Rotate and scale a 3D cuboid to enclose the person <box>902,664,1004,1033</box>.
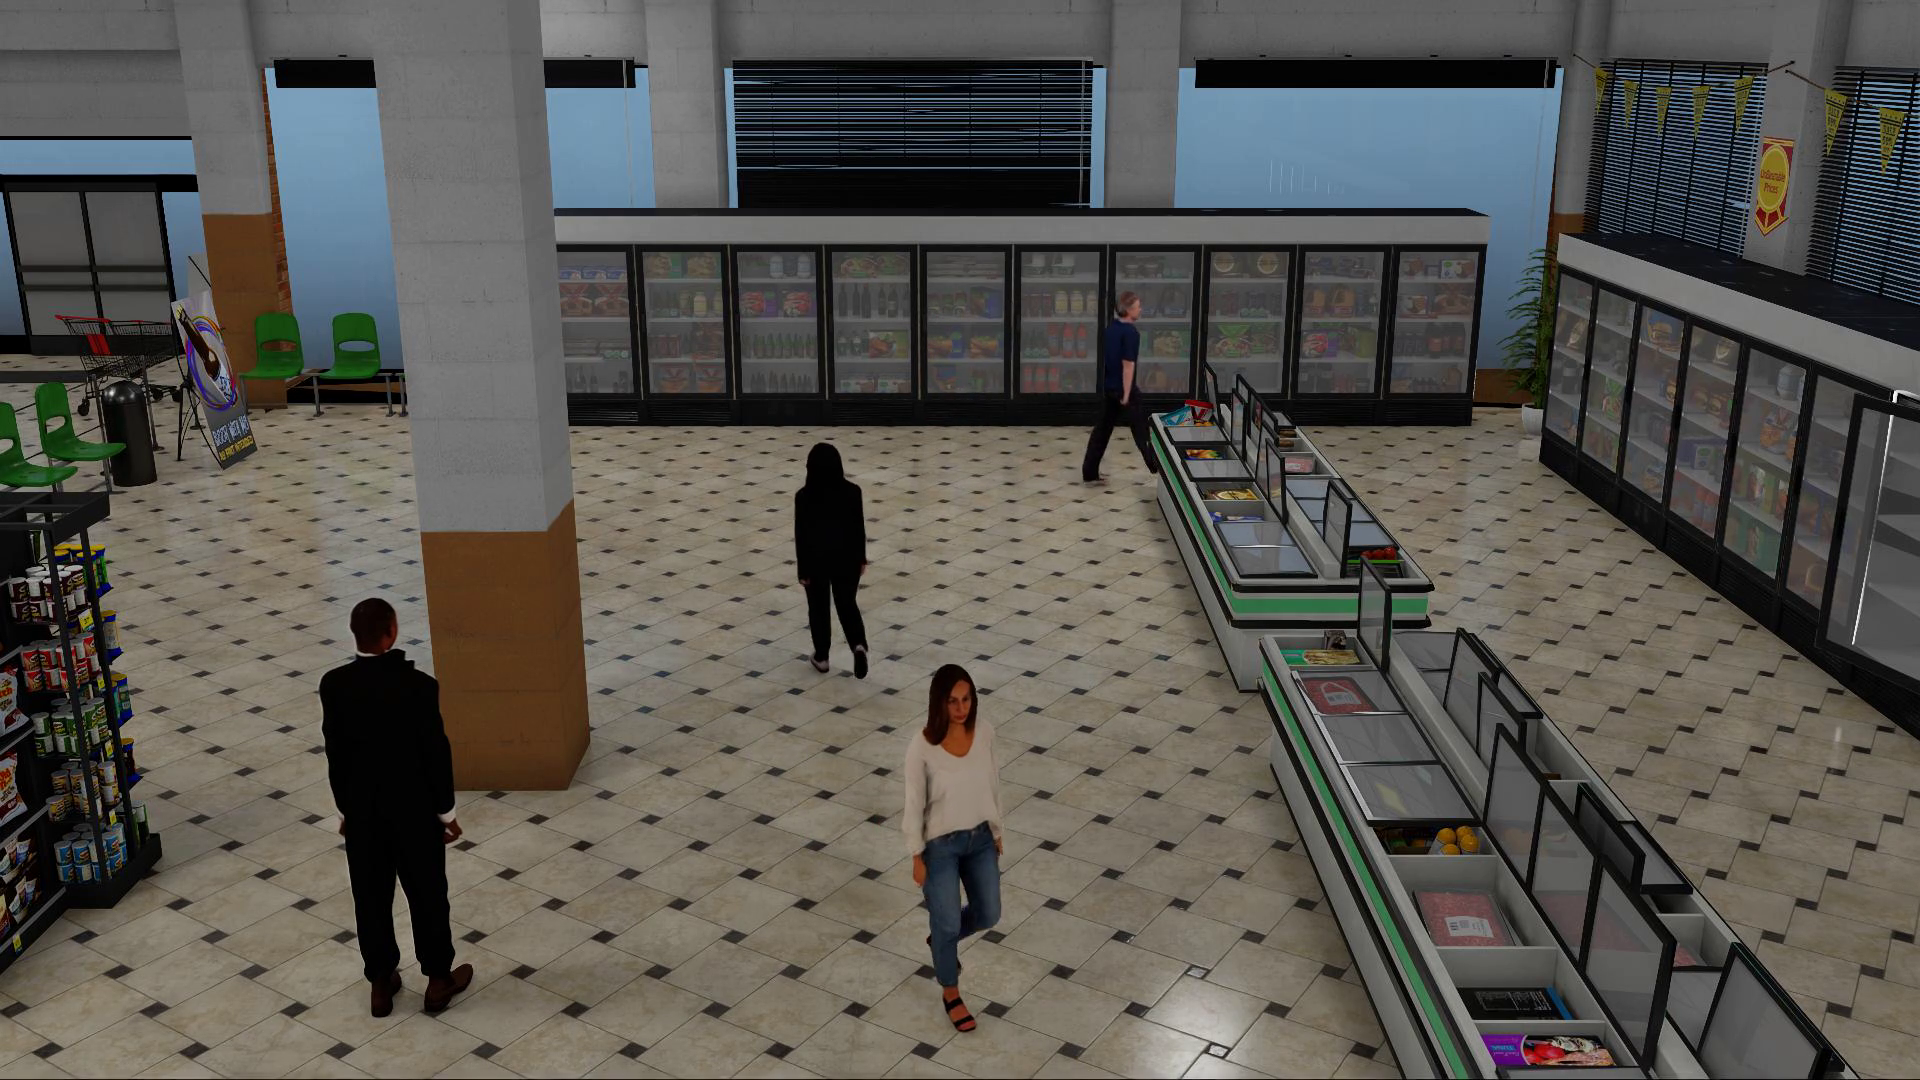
[{"bbox_3d":[-0.063,1.286,7.187,0.788,1.669,0.842,-9,19,-28],"label":"person"}]

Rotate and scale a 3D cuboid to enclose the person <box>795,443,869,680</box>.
[{"bbox_3d":[-0.830,0.175,10.968,0.862,1.598,1.049,-7,18,-22],"label":"person"}]

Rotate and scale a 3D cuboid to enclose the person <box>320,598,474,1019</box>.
[{"bbox_3d":[-2.458,1.156,7.209,0.675,1.904,0.593,0,17,-1],"label":"person"}]

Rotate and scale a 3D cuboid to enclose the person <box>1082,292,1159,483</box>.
[{"bbox_3d":[1.438,-1.398,15.769,1.117,1.818,1.231,-9,19,-28],"label":"person"}]
